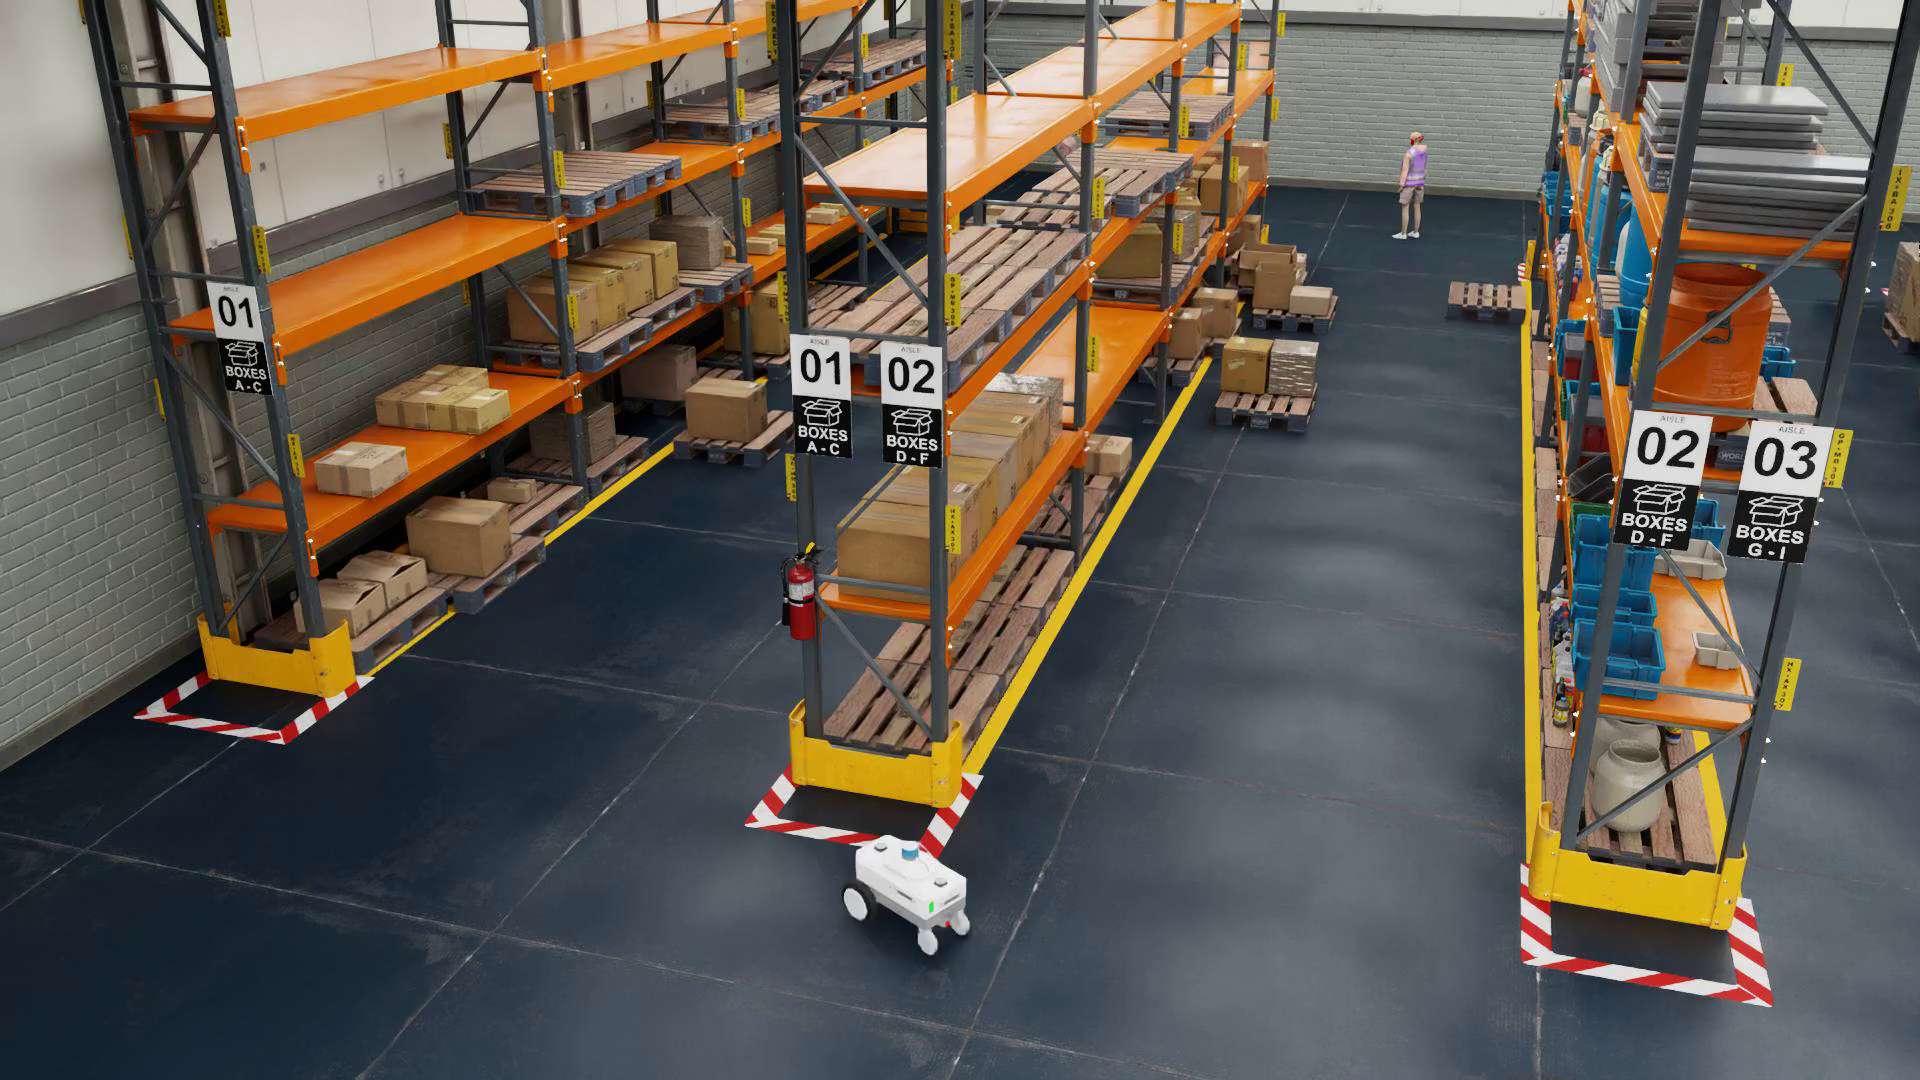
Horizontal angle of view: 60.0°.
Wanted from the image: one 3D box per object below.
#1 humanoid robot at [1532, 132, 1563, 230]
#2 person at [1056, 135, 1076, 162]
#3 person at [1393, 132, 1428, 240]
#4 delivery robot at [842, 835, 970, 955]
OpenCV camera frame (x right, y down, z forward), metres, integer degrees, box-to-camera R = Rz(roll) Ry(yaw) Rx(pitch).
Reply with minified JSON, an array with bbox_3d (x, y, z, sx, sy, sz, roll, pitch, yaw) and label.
[{"bbox_3d":[9.588,-5.695,26.666,0.611,1.647,0.753,-17,29,-34],"label":"humanoid robot"},{"bbox_3d":[1.716,-5.916,26.957,0.332,1.801,0.518,7,24,16],"label":"person"},{"bbox_3d":[7.181,-5.621,26.416,0.491,1.688,0.348,-12,26,-26],"label":"person"},{"bbox_3d":[-0.306,2.069,9.986,0.747,0.572,0.499,21,31,40],"label":"delivery robot"}]
